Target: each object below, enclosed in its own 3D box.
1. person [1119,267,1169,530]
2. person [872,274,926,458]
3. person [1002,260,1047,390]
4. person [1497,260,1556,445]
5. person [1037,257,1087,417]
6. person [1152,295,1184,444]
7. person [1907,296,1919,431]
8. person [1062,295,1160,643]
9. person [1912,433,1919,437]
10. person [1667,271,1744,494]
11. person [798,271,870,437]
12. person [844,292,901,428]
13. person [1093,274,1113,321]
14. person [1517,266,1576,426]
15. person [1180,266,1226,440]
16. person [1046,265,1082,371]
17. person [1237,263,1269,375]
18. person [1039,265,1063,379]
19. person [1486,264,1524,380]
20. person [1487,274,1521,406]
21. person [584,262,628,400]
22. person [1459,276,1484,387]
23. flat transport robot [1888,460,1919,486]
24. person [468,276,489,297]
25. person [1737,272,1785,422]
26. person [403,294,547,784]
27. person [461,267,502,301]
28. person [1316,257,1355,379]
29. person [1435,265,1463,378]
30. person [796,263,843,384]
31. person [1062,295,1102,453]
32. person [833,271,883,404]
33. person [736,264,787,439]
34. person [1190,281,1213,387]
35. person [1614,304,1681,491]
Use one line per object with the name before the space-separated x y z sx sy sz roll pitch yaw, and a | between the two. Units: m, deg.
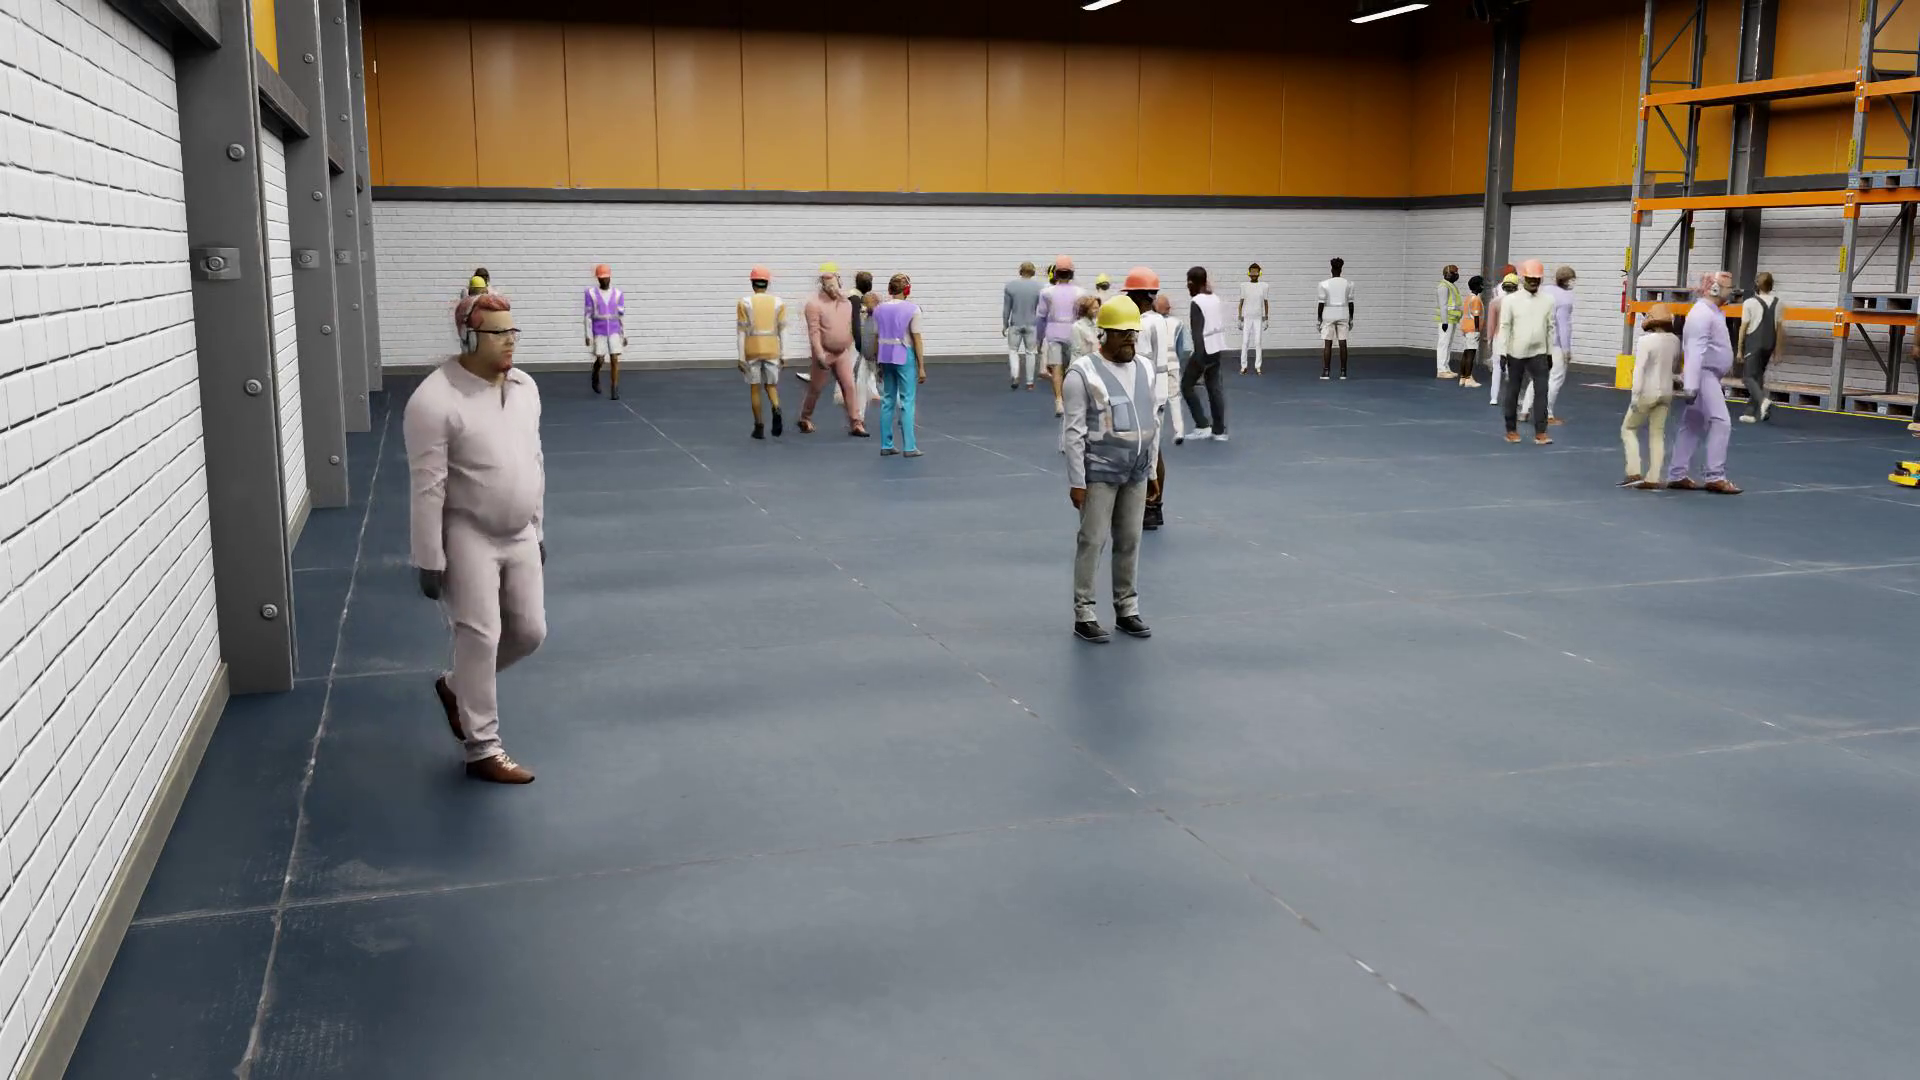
person | 1.344 -1.038 12.291 0.377 1.938 0.547 4 11 23
person | -0.627 -1.741 16.666 0.568 1.836 0.383 7 12 34
person | 0.964 -3.174 24.682 0.673 1.928 0.465 1 10 4
person | 6.060 -1.984 17.699 0.660 1.954 0.895 0 10 -2
person | 1.280 -2.546 20.869 0.621 1.999 1.025 0 10 0
person | 2.189 -1.829 17.881 0.524 1.597 0.861 -2 10 -12
person | 11.257 -2.265 19.096 0.683 2.000 0.535 0 10 0
person | 0.813 -0.368 8.760 0.586 1.824 0.404 -6 12 -33
person | 10.862 -2.061 18.428 0.518 1.865 0.328 -7 12 -36
person | 6.443 -1.332 14.143 0.764 1.877 0.682 5 11 28
person | -1.474 -2.086 18.636 0.640 1.850 0.965 -7 12 -37
person | -0.960 -2.111 19.496 0.801 1.601 0.505 -6 11 -30
person | 2.116 -3.104 24.876 0.535 1.725 0.899 -4 10 -21
person | 6.944 -2.295 19.720 0.501 1.897 0.774 -1 10 -3
person | 2.664 -2.020 18.094 0.523 1.893 0.633 7 12 36
person | 1.833 -3.787 28.469 1.016 1.857 0.645 -6 12 -33
person | 4.931 -3.710 27.975 0.526 1.865 0.324 2 10 11
person | 1.550 -3.503 26.816 0.623 1.846 0.572 5 11 26
person | 8.740 -3.483 26.668 0.665 1.864 0.612 -5 11 -28
person | 7.334 -2.677 22.282 0.533 1.765 0.326 4 11 22
person | -4.957 -2.914 23.227 0.575 1.912 0.630 -4 11 -23
person | 7.825 -3.179 25.379 0.317 1.695 0.540 0 10 1
flat transport robot | 8.682 -0.510 14.054 0.652 0.197 1.431 -3 10 -15
person | -6.329 -2.607 21.967 0.330 1.734 0.480 6 11 31
person | 9.558 -2.282 19.830 0.514 1.825 0.725 -1 10 -5
person | -1.905 -0.010 6.483 0.585 1.893 0.654 5 11 29
person | -7.157 -3.183 25.035 0.630 1.831 0.444 -6 12 -32
person | 6.069 -3.576 26.896 0.603 1.967 0.367 0 10 2
person | 8.031 -3.586 27.313 0.429 1.847 0.627 5 11 29
person | -2.081 -3.347 25.810 0.954 1.876 0.612 -7 12 -35
person | 1.335 -1.642 16.708 0.756 1.604 0.542 7 12 36
person | -1.345 -2.715 22.409 0.857 1.795 0.648 3 10 19
person | -2.156 -2.046 18.183 0.552 1.918 0.565 -4 11 -24
person | 3.720 -3.126 25.268 0.464 1.620 0.524 7 12 35
person | 5.941 -1.221 14.318 0.521 1.609 0.435 -4 11 -22
